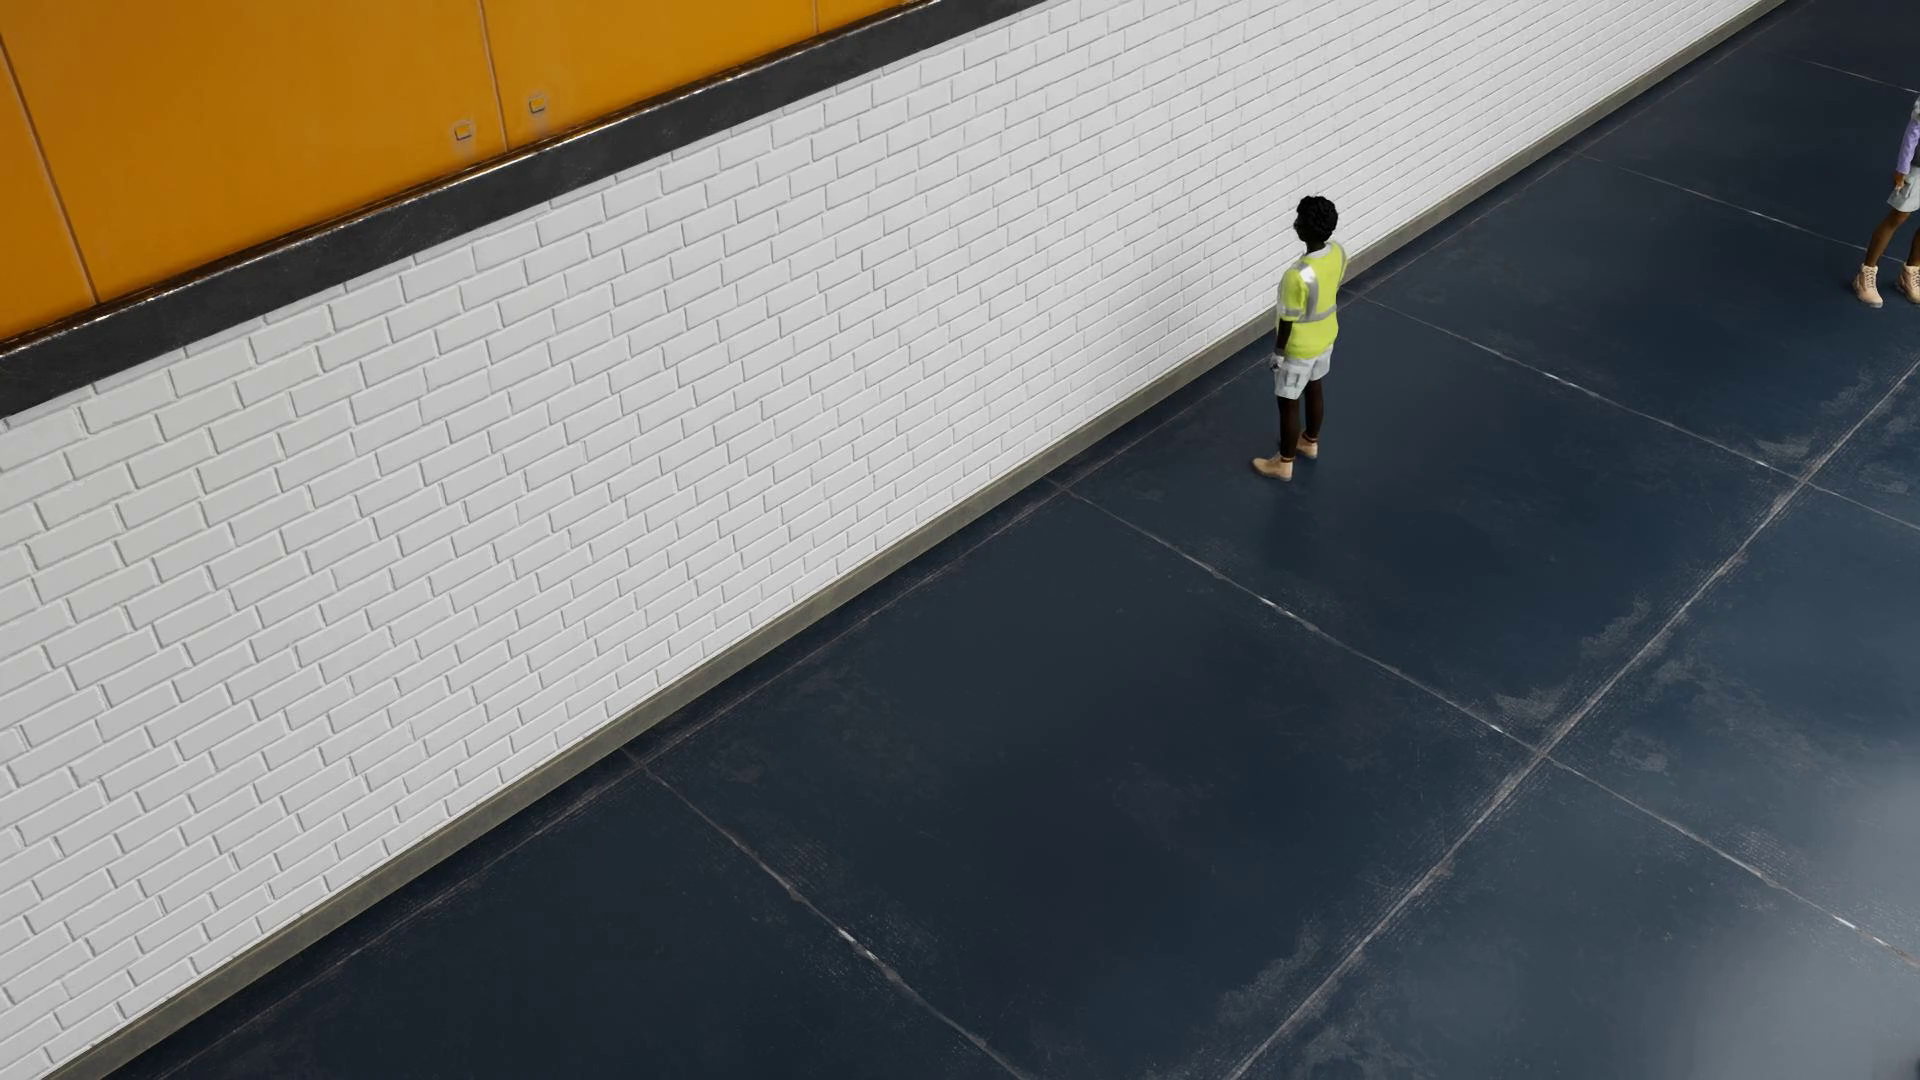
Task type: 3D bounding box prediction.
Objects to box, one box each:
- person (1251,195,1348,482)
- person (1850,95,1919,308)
[{"bbox_3d":[1.892,-1.107,9.166,0.322,1.689,0.529,27,46,29],"label":"person"},{"bbox_3d":[6.230,-2.391,10.504,0.601,2.034,0.414,-1,39,-1],"label":"person"}]
